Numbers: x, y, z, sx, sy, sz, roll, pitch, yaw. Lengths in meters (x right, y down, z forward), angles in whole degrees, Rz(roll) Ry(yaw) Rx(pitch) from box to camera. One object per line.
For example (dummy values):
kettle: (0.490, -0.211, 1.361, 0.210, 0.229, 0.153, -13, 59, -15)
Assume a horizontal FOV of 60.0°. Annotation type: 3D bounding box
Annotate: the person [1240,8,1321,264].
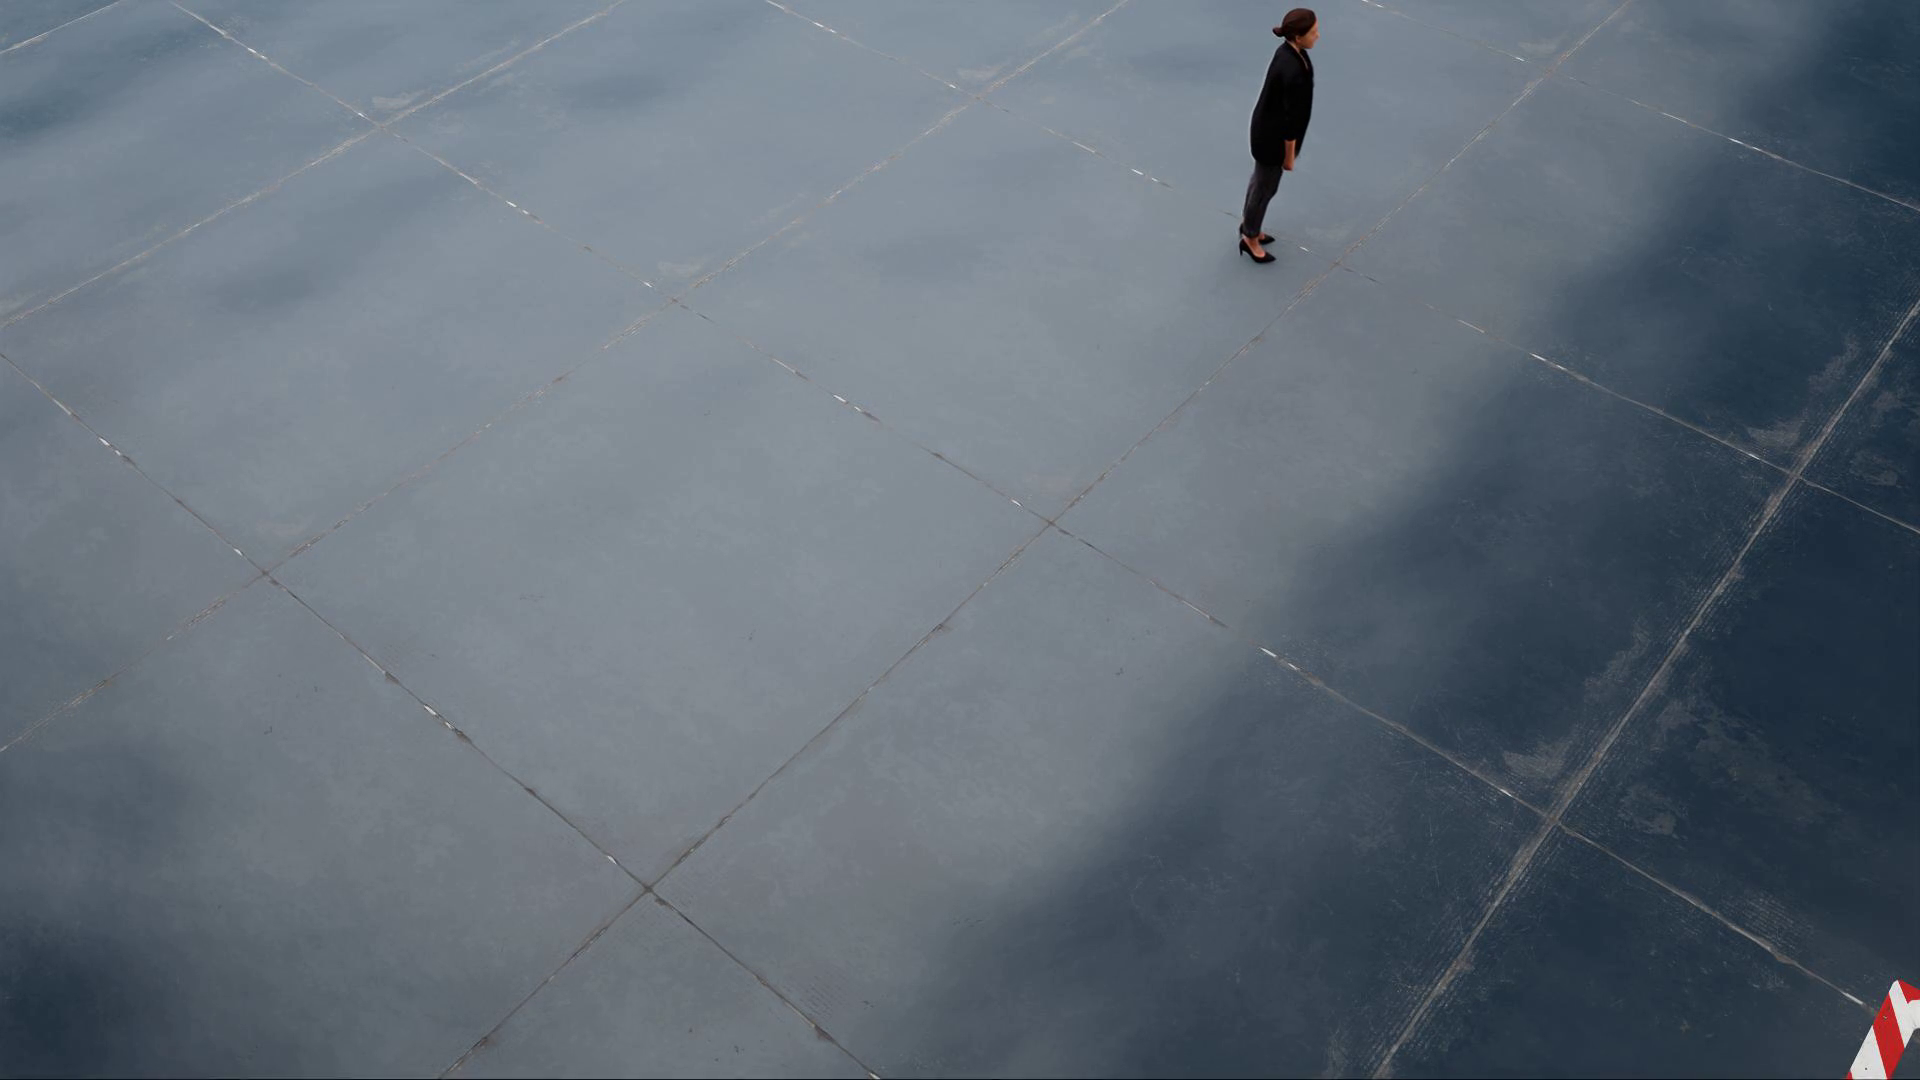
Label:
person: (1.925, -2.472, 10.185, 0.764, 1.712, 0.730, 2, 47, 2)
